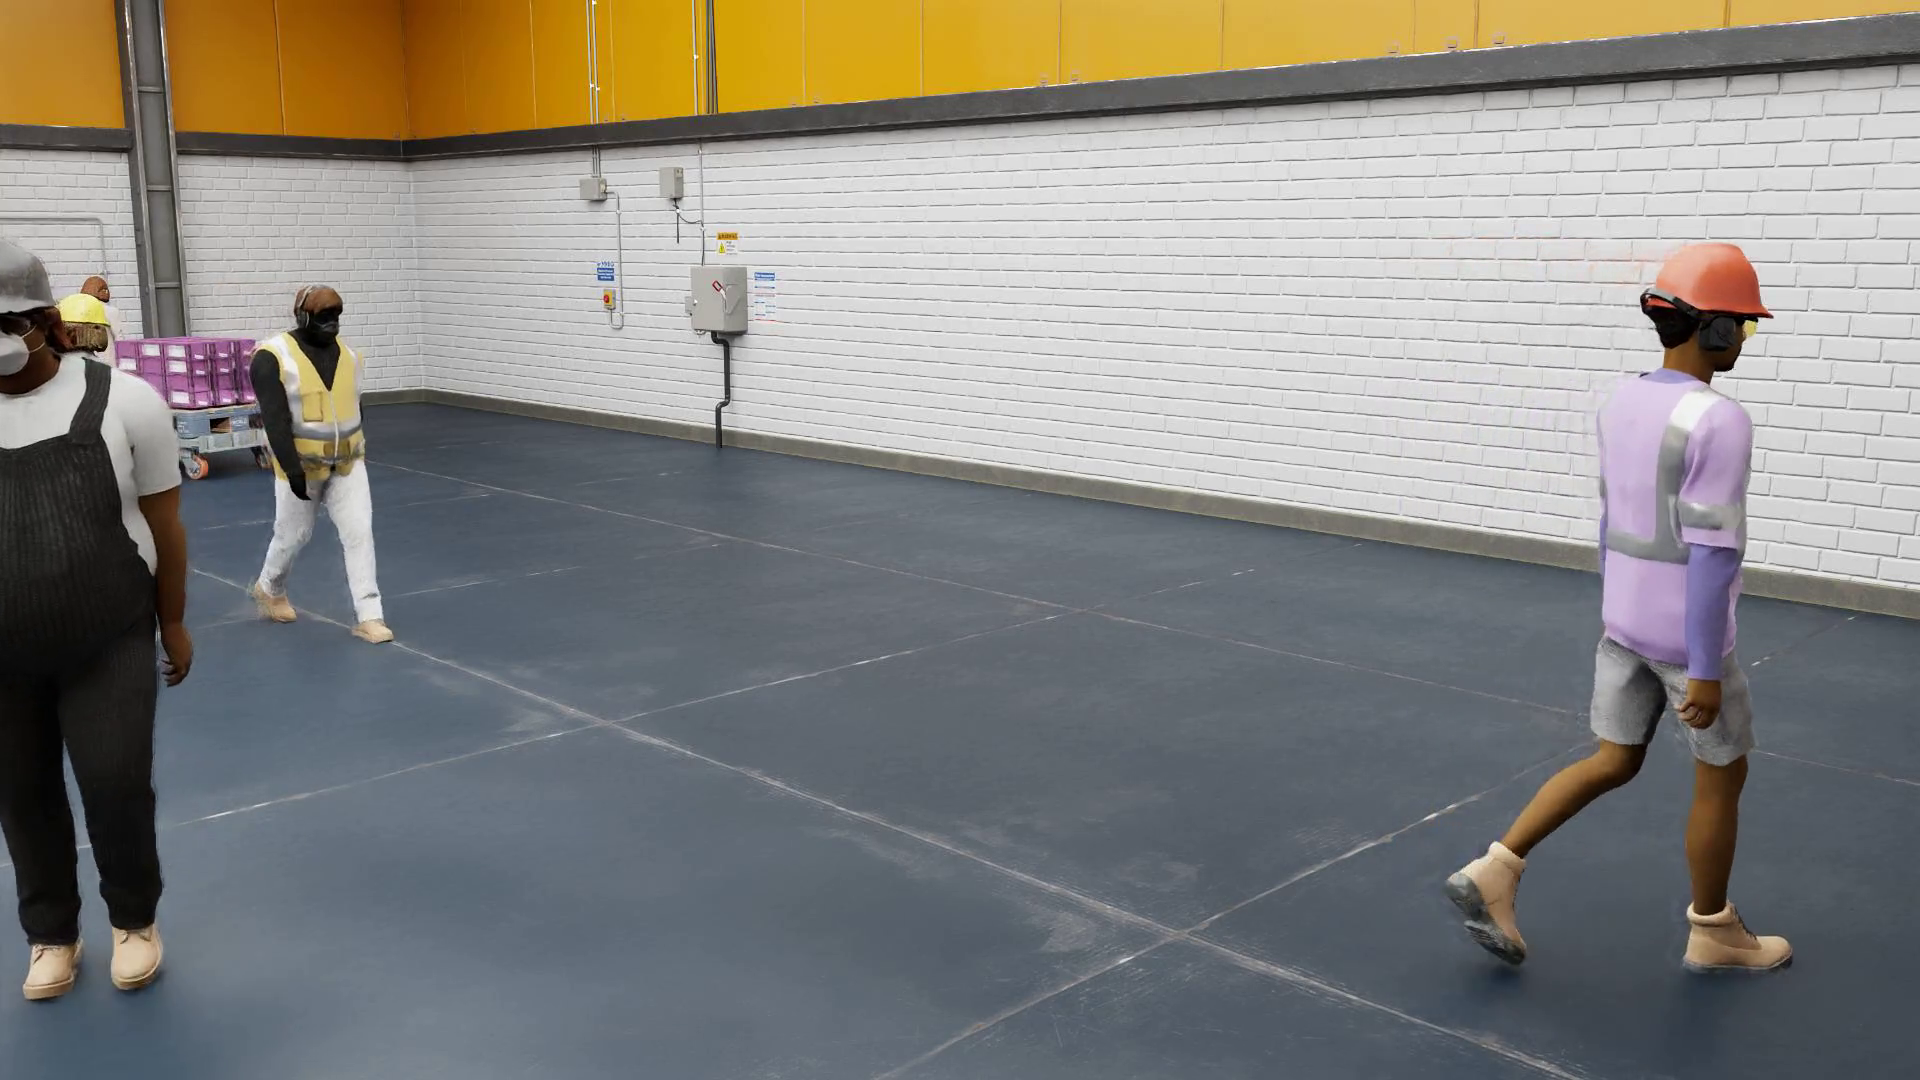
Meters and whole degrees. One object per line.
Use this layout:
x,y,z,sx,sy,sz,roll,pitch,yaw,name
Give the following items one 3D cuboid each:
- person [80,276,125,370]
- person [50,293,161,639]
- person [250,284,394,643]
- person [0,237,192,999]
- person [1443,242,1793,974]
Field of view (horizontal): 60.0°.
-8.232,-1.702,15.932,0.506,1.632,0.268,1,10,3,person
-4.275,-0.339,8.218,0.485,1.740,0.303,4,11,21,person
-3.288,-0.395,8.403,0.942,1.794,0.605,10,14,43,person
-2.403,0.221,4.338,0.703,2.000,0.539,-3,11,-18,person
1.826,0.217,4.455,0.930,2.013,0.618,-2,11,-8,person
